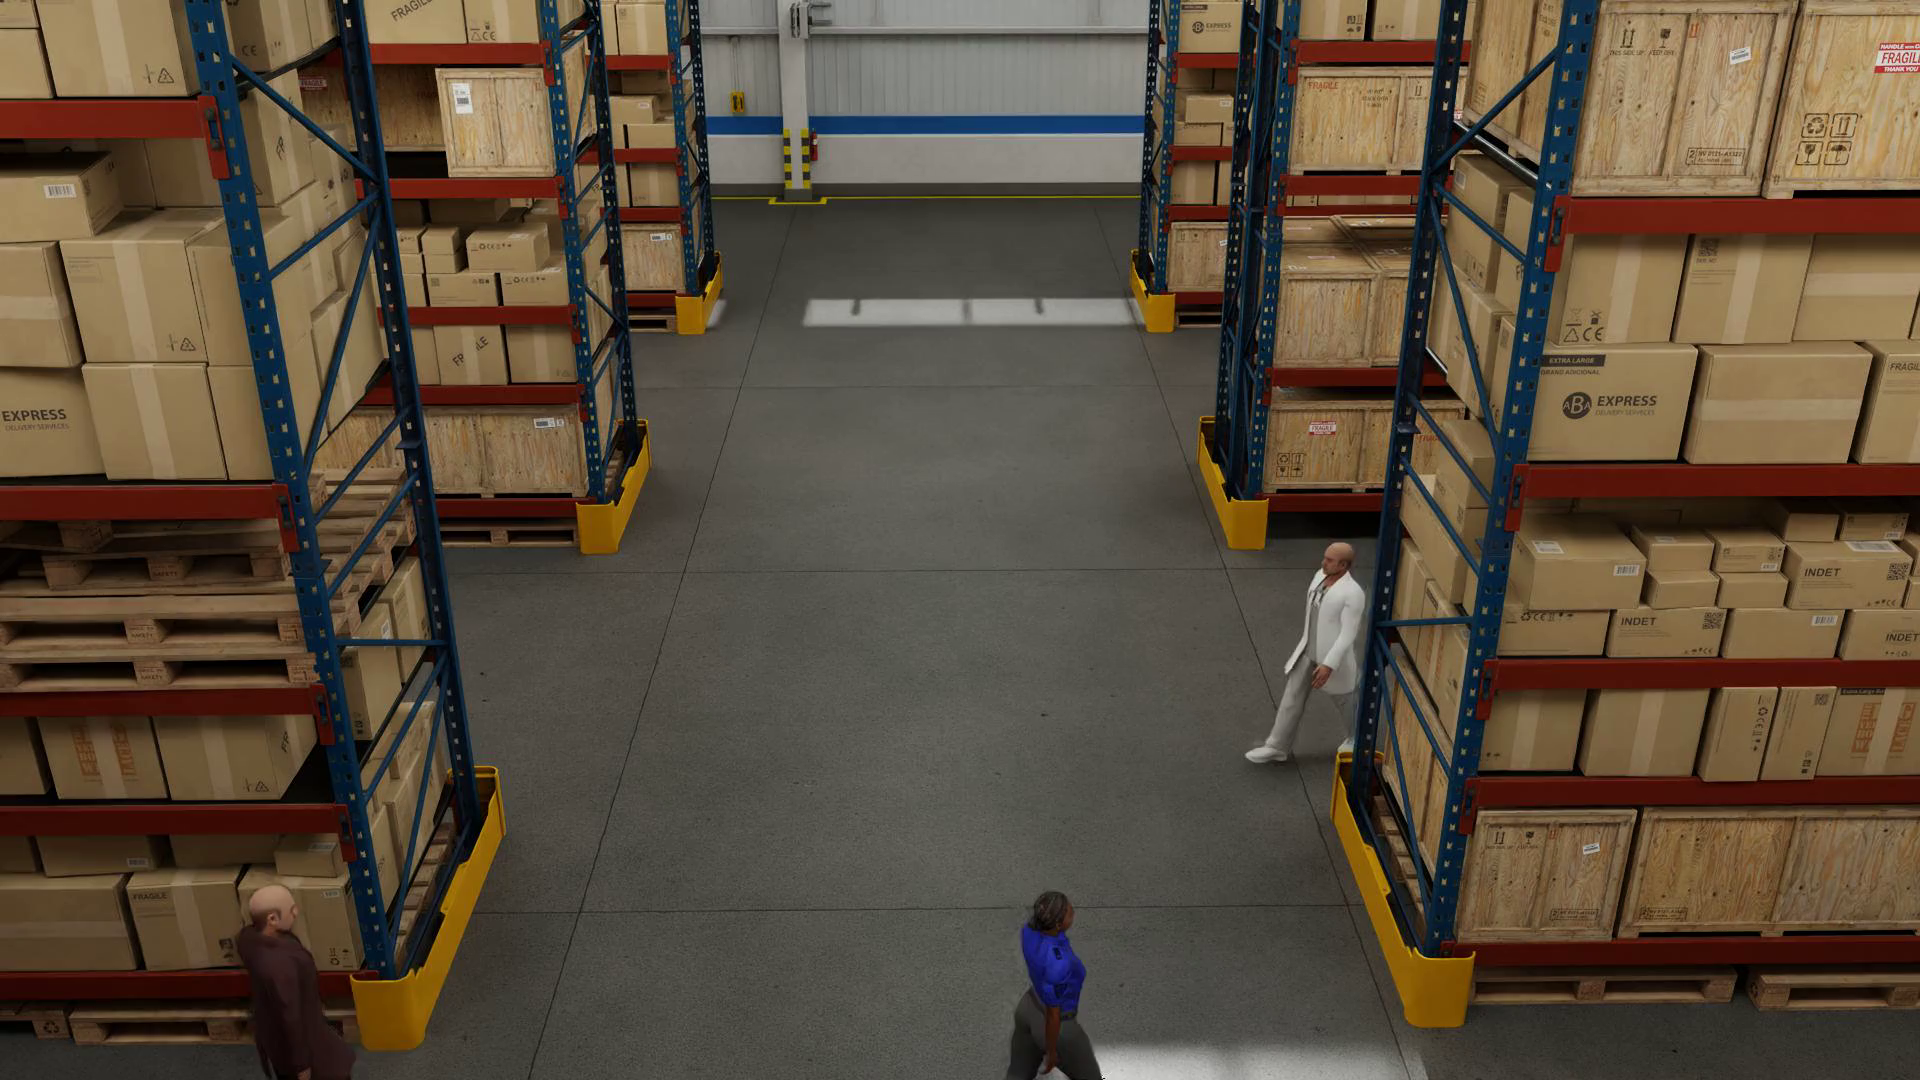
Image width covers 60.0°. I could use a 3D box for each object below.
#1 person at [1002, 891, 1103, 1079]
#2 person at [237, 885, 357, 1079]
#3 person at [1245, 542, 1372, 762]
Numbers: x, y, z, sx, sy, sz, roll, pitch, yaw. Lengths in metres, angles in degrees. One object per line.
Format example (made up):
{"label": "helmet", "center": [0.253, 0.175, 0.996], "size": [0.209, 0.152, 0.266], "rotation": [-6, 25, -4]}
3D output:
{"label": "person", "center": [0.554, 2.476, 8.697], "size": [0.903, 1.626, 0.464], "rotation": [-12, 28, -24]}
{"label": "person", "center": [-3.423, 2.530, 8.404], "size": [0.614, 1.775, 0.653], "rotation": [-21, 32, -38]}
{"label": "person", "center": [2.636, 0.836, 12.080], "size": [1.068, 1.749, 0.590], "rotation": [-12, 28, -25]}
